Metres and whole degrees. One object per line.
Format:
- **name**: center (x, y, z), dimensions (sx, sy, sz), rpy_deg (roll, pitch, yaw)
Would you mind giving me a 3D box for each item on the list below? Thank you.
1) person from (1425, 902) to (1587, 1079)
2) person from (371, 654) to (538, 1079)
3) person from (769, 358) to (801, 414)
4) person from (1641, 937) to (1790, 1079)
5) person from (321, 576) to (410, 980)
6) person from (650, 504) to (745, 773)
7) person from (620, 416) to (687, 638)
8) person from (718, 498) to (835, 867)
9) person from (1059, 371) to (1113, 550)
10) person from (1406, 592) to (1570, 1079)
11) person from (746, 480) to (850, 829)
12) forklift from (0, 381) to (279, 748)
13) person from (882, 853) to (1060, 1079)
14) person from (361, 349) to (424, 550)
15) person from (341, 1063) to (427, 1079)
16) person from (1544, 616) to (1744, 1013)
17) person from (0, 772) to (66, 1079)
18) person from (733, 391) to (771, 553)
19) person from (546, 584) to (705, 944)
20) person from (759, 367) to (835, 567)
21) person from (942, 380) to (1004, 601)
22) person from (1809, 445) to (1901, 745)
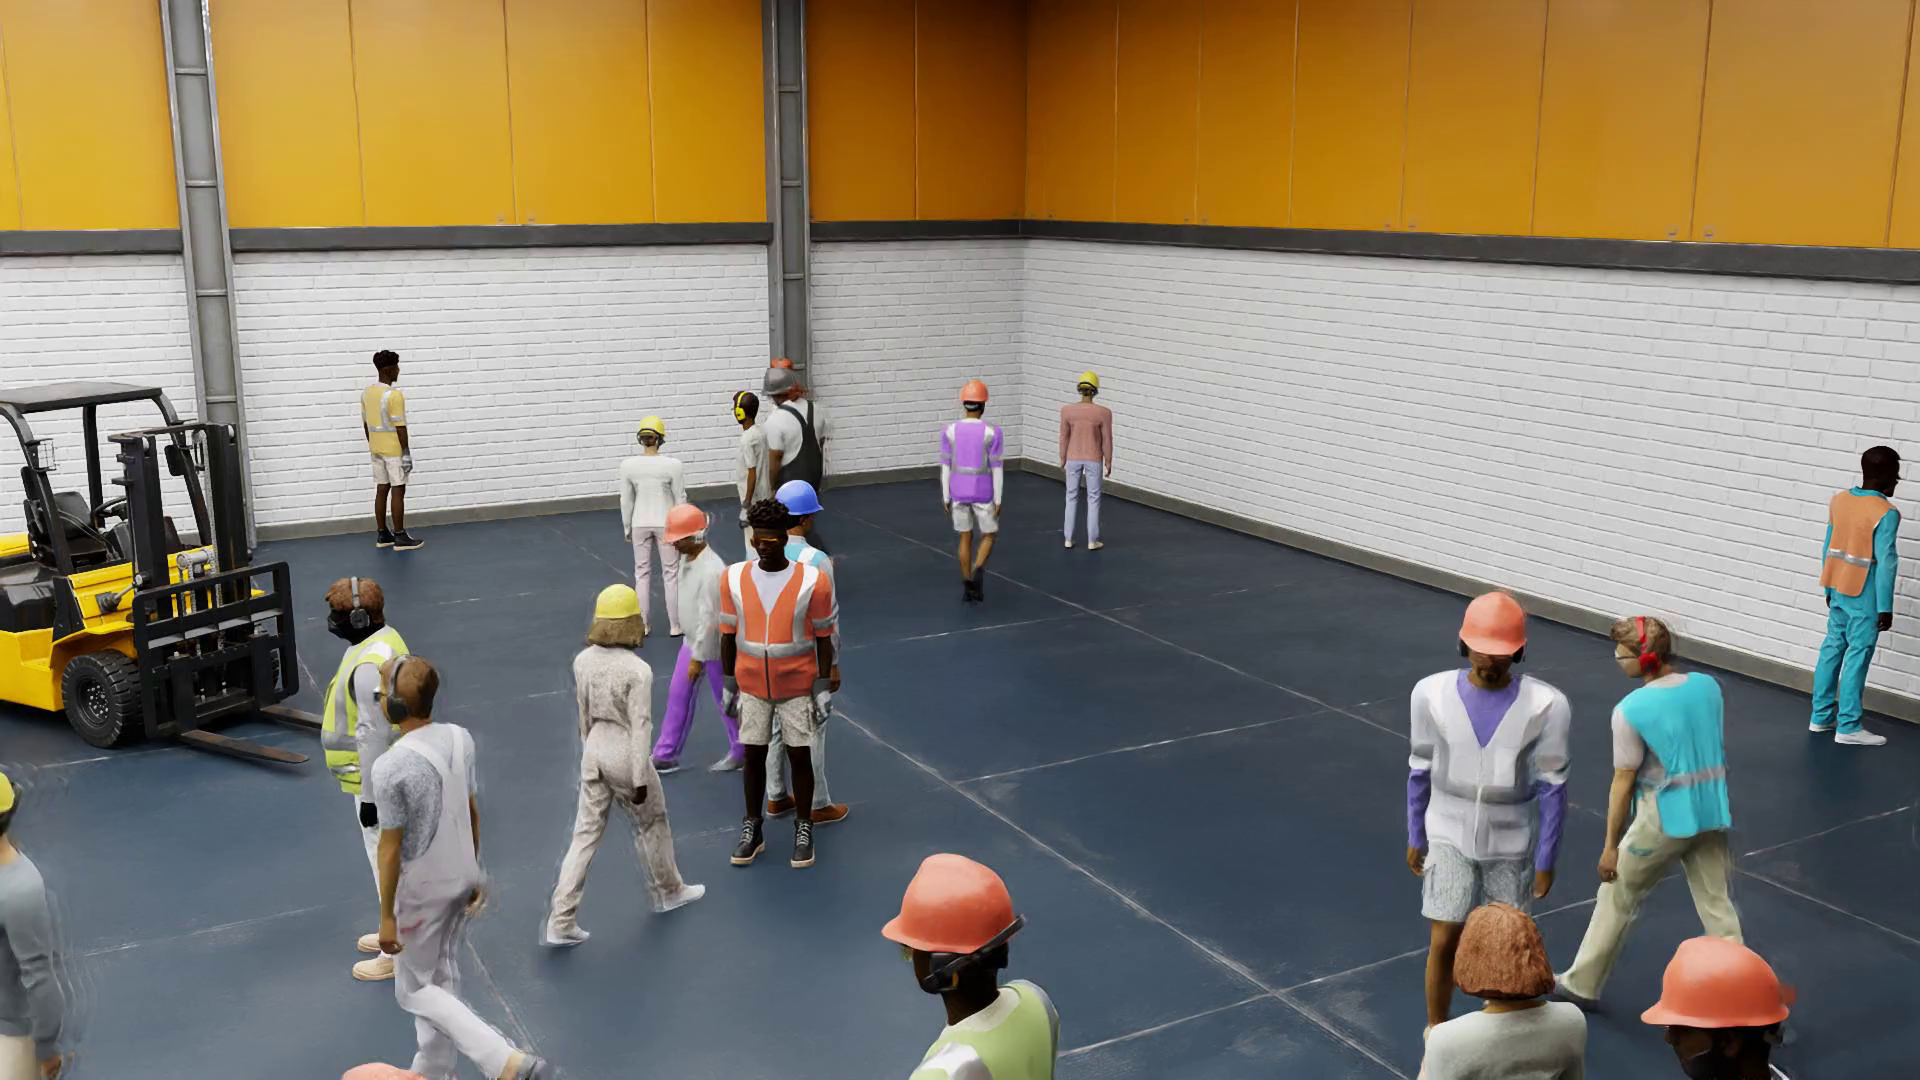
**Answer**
- **person**: center (1.469, 1.784, 4.584), dimensions (0.505, 1.628, 0.278), rpy_deg (-4, 13, -17)
- **person**: center (-1.931, 1.324, 6.264), dimensions (0.687, 1.827, 0.530), rpy_deg (4, 13, 19)
- **person**: center (-1.724, -0.835, 16.250), dimensions (0.355, 1.884, 0.576), rpy_deg (2, 12, 7)
- **person**: center (1.776, 1.827, 3.825), dimensions (1.013, 1.863, 0.631), rpy_deg (1, 12, 5)
- **person**: center (-2.637, 1.060, 7.501), dimensions (0.431, 1.836, 0.619), rpy_deg (-4, 13, -19)
- **person**: center (-1.604, 0.617, 9.877), dimensions (0.830, 1.693, 0.598), rpy_deg (-7, 14, -30)
- **person**: center (-2.396, -0.099, 13.096), dimensions (0.523, 1.760, 0.334), rpy_deg (1, 12, 5)
- **person**: center (-0.957, 0.742, 8.655), dimensions (0.609, 1.964, 0.367), rpy_deg (2, 12, 8)
- **person**: center (1.230, -0.774, 16.267), dimensions (0.532, 1.758, 0.344), rpy_deg (3, 13, 16)
- **person**: center (2.101, 1.151, 6.663), dimensions (0.607, 2.020, 0.846), rpy_deg (5, 13, 23)
- **person**: center (-0.903, 0.632, 9.217), dimensions (0.601, 1.948, 0.386), rpy_deg (8, 15, 34)
- **forklift**: center (-5.853, 0.085, 11.199), dimensions (2.313, 2.155, 1.214), rpy_deg (7, 14, 28)
- **person**: center (0.012, 1.717, 3.945), dimensions (0.416, 2.034, 0.602), rpy_deg (5, 13, 23)
- **person**: center (-5.572, -0.882, 16.271), dimensions (0.616, 1.964, 0.361), rpy_deg (9, 15, 36)
- **person**: center (-1.048, 1.934, 3.223), dimensions (0.530, 1.900, 0.566), rpy_deg (4, 13, 20)
- **person**: center (2.937, 1.206, 6.936), dimensions (0.630, 1.772, 0.828), rpy_deg (-5, 13, -23)
- **person**: center (-3.042, 1.544, 5.404), dimensions (0.450, 1.754, 0.535), rpy_deg (-11, 16, -42)
- **person**: center (-1.733, -0.307, 13.814), dimensions (0.310, 1.865, 0.532), rpy_deg (1, 12, 7)
- **person**: center (-1.639, 1.049, 7.883), dimensions (0.494, 1.693, 0.914), rpy_deg (7, 14, 31)
- **person**: center (-1.488, -0.555, 14.565), dimensions (0.563, 2.000, 0.704), rpy_deg (9, 15, 36)
- **person**: center (0.098, -0.389, 14.079), dimensions (0.545, 1.924, 0.548), rpy_deg (3, 12, 15)
- **person**: center (5.727, 0.346, 10.634), dimensions (0.375, 1.916, 0.592), rpy_deg (-1, 12, -7)
